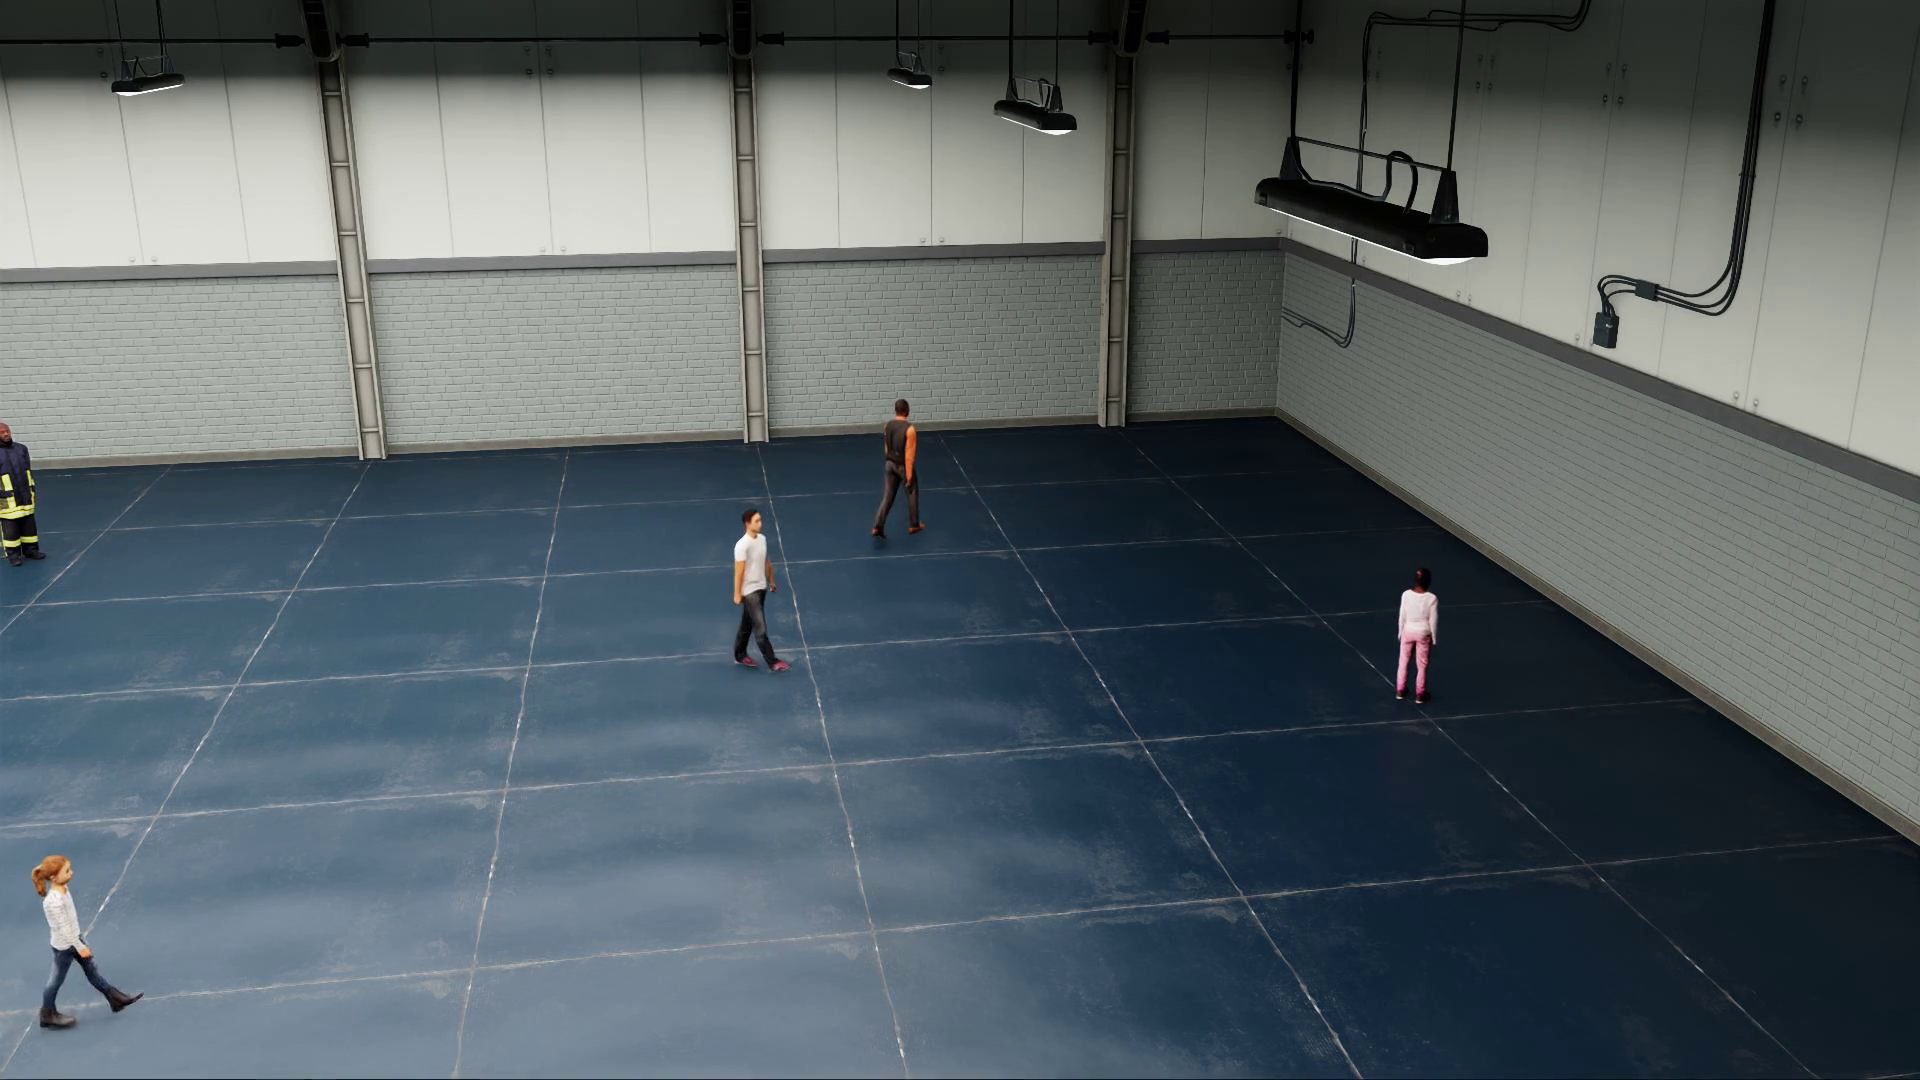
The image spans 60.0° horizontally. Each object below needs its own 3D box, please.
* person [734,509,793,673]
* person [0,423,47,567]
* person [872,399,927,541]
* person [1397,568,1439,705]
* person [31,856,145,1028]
[{"bbox_3d":[-2.289,0.526,17.705,1.106,1.781,0.973,7,19,21],"label":"person"},{"bbox_3d":[-12.046,-0.614,21.140,0.906,1.823,0.860,11,21,29],"label":"person"},{"bbox_3d":[-0.859,-0.873,21.867,1.239,1.865,1.324,12,22,33],"label":"person"},{"bbox_3d":[4.660,0.948,16.948,0.612,1.447,0.681,11,21,31],"label":"person"},{"bbox_3d":[-6.254,2.808,11.493,0.895,1.288,0.507,-4,19,-13],"label":"person"}]
